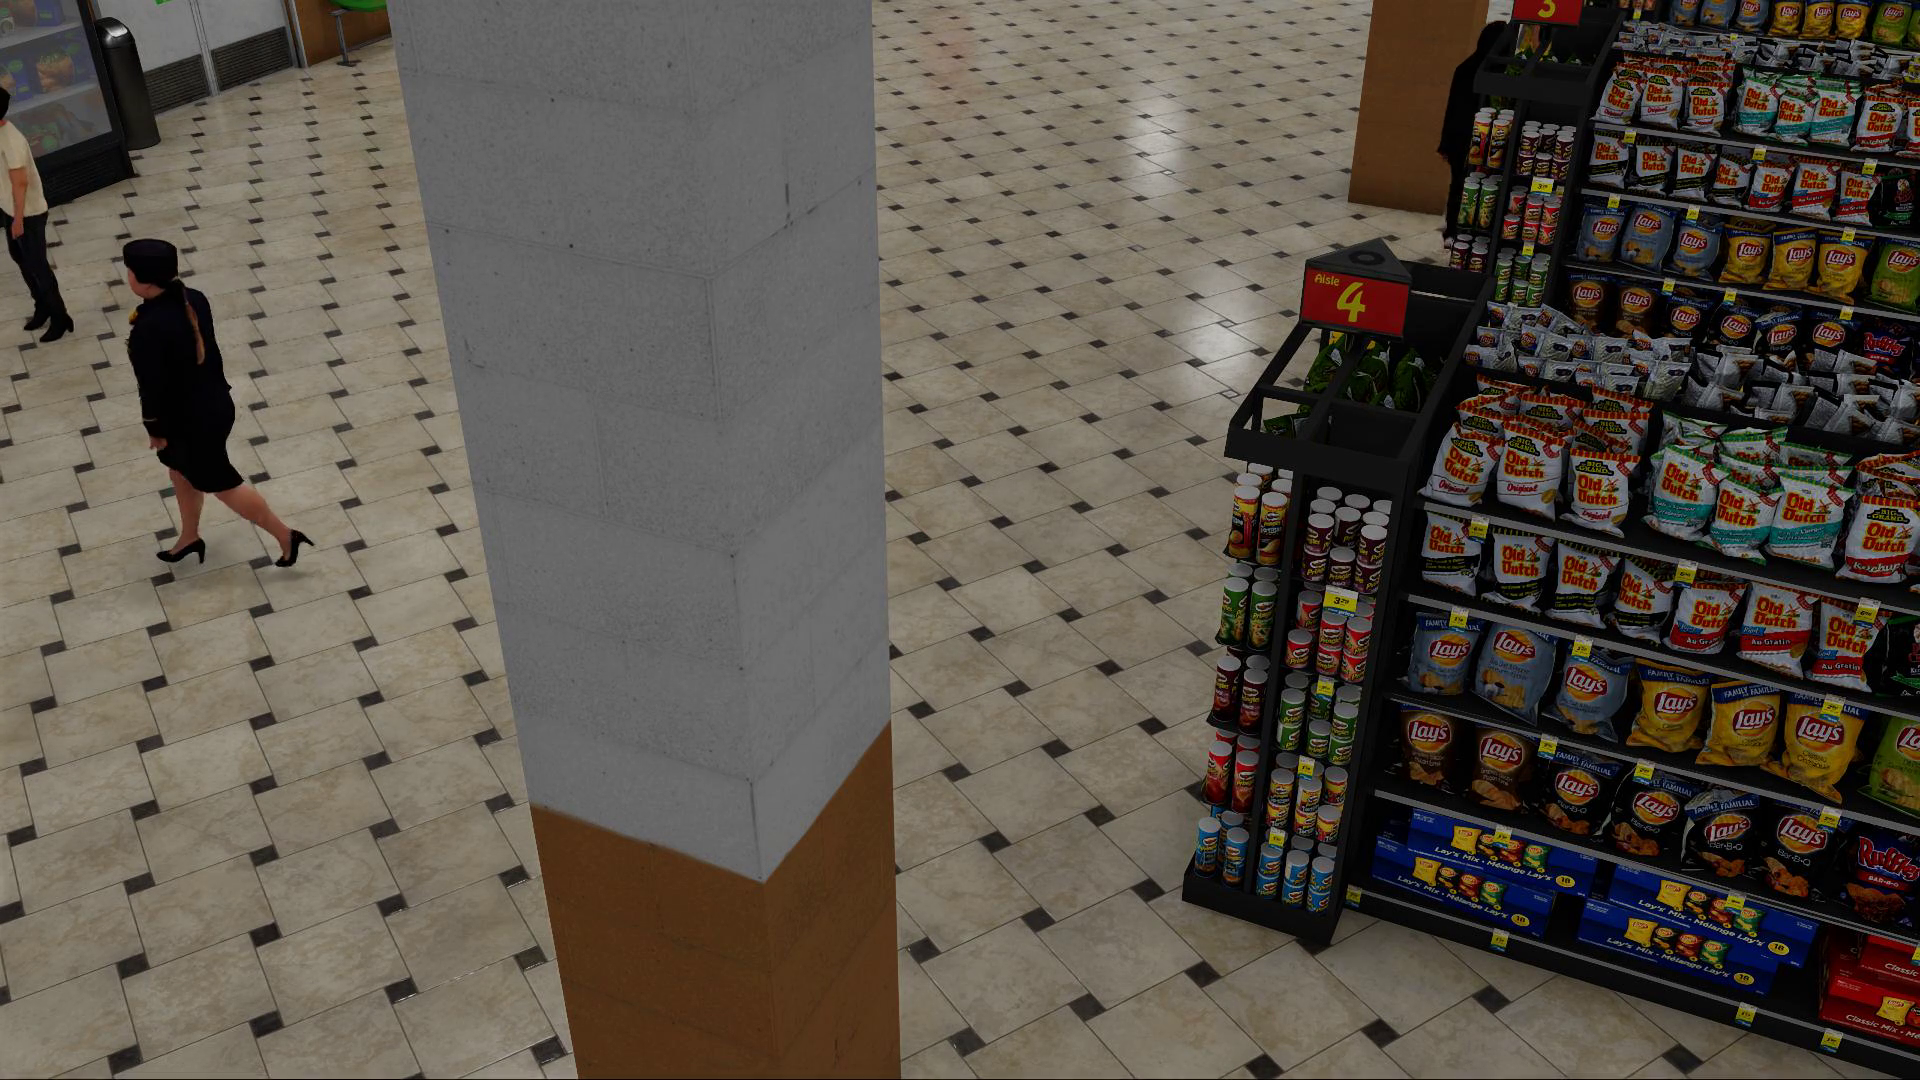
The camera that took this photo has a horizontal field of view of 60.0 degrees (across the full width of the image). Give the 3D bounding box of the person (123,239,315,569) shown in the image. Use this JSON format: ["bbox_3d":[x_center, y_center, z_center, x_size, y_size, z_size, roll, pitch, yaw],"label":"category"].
[{"bbox_3d":[-3.445,-0.544,7.616,1.152,1.641,0.949,1,32,2],"label":"person"}]

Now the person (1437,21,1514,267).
[{"bbox_3d":[3.345,-2.544,10.865,0.629,1.604,0.766,20,37,29],"label":"person"}]

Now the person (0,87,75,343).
[{"bbox_3d":[-5.585,-1.983,9.982,0.733,1.583,0.589,-25,39,-34],"label":"person"}]
